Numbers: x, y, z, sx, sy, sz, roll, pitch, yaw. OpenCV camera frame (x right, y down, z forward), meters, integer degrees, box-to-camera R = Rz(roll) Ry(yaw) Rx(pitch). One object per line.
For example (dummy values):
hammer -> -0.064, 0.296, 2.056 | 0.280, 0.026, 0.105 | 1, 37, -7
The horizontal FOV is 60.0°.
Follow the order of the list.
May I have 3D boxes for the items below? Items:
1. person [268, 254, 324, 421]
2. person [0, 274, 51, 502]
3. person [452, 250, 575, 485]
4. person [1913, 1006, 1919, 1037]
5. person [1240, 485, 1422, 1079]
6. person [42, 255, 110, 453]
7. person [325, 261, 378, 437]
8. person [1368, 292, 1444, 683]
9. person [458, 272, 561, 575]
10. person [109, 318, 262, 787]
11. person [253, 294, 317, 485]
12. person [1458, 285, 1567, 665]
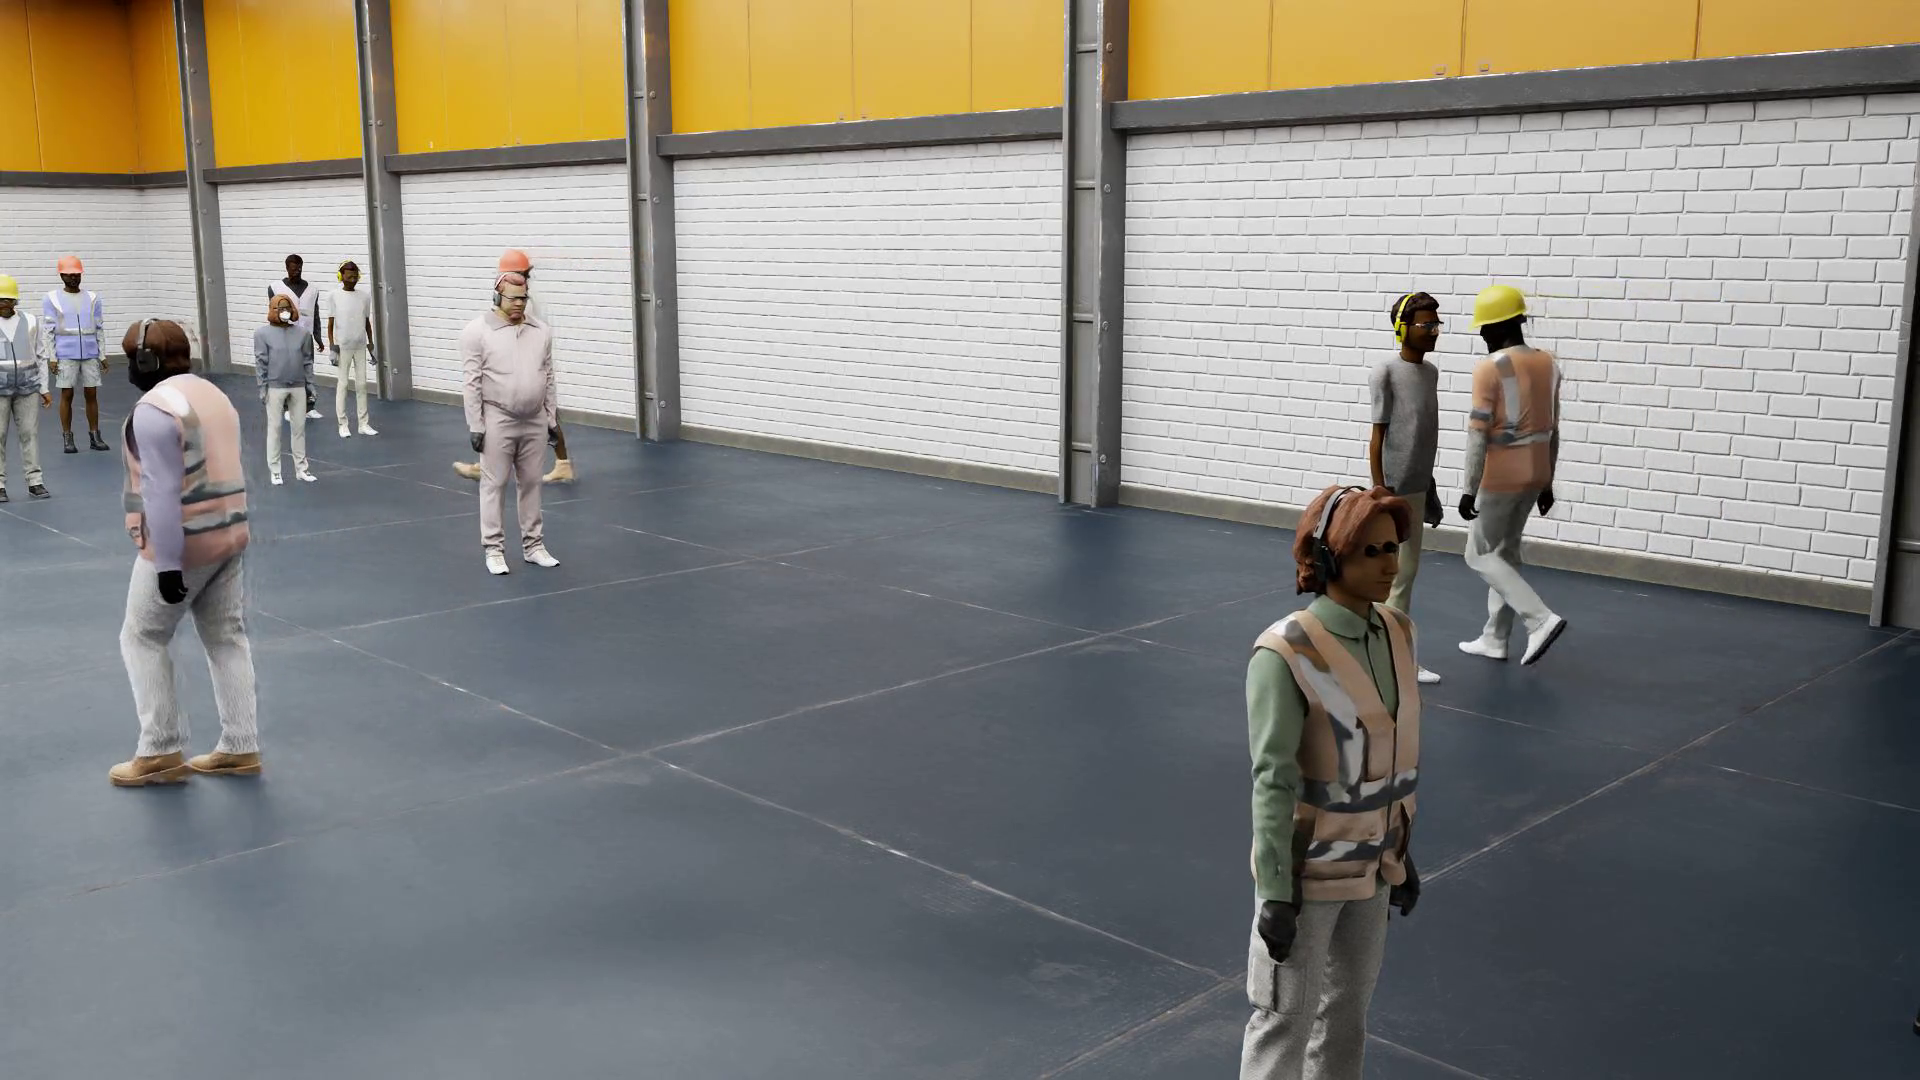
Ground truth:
person -> -7.704, -2.352, 19.321 | 0.588, 1.914, 0.392 | -10, 14, -43
person -> -7.649, -1.222, 13.404 | 0.588, 1.823, 0.403 | -10, 14, -43
person -> -3.802, -1.442, 14.113 | 1.040, 1.993, 0.638 | -1, 10, -7
person -> 2.770, 0.392, 4.318 | 0.543, 1.928, 0.370 | -10, 14, -43
person -> 0.769, 0.696, 3.440 | 0.513, 1.641, 0.309 | -10, 14, -43
person -> -8.695, -1.829, 16.396 | 0.543, 1.939, 0.359 | -10, 14, -43
person -> -6.460, -2.029, 17.695 | 0.514, 1.865, 0.329 | -10, 14, -43
person -> 2.102, -0.222, 7.819 | 0.514, 1.873, 0.329 | -10, 14, -43
person -> -2.829, -0.743, 10.579 | 0.638, 1.903, 0.408 | -10, 14, -43
person -> -3.090, 0.046, 6.513 | 0.672, 1.812, 0.648 | 1, 10, 6
person -> -5.800, -1.298, 14.332 | 0.498, 1.634, 0.281 | -10, 14, -43
person -> 2.752, -0.302, 8.190 | 0.598, 1.891, 0.581 | -7, 13, -35
